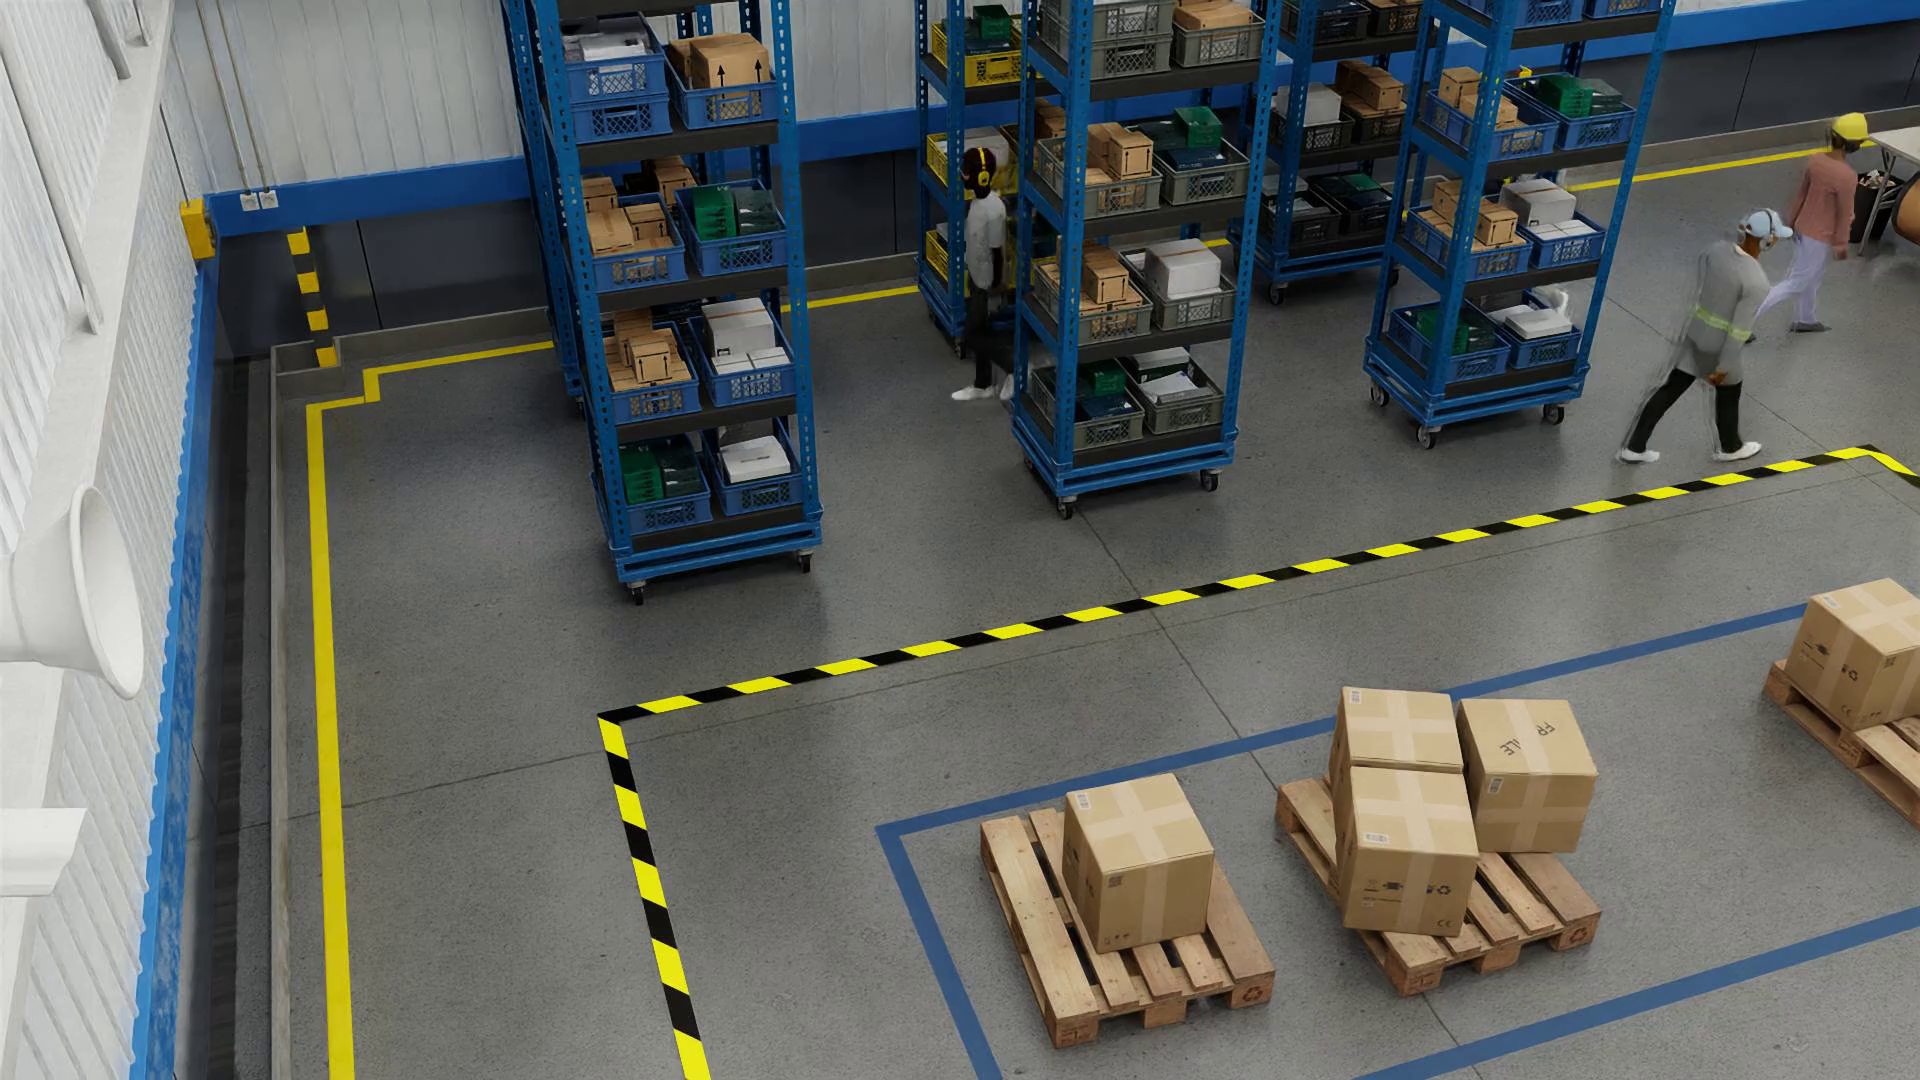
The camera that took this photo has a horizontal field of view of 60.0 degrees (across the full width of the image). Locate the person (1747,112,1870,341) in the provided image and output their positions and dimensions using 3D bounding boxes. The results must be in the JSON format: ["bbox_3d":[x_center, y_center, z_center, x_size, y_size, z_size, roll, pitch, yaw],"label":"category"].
[{"bbox_3d":[6.093,-2.220,11.932,0.836,1.737,0.520,-1,35,-1],"label":"person"}]

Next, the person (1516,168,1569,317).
[{"bbox_3d":[4.128,-2.253,11.894,0.716,1.826,0.545,-15,38,-21],"label":"person"}]

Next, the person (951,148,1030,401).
[{"bbox_3d":[0.168,-1.743,11.146,0.464,1.859,0.505,-6,36,-9],"label":"person"}]

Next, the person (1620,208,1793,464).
[{"bbox_3d":[4.791,-1.260,10.521,0.959,1.797,0.593,-9,36,-13],"label":"person"}]

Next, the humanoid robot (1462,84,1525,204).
[{"bbox_3d":[4.012,-2.688,12.646,0.359,1.646,0.613,-18,39,-23],"label":"humanoid robot"}]
